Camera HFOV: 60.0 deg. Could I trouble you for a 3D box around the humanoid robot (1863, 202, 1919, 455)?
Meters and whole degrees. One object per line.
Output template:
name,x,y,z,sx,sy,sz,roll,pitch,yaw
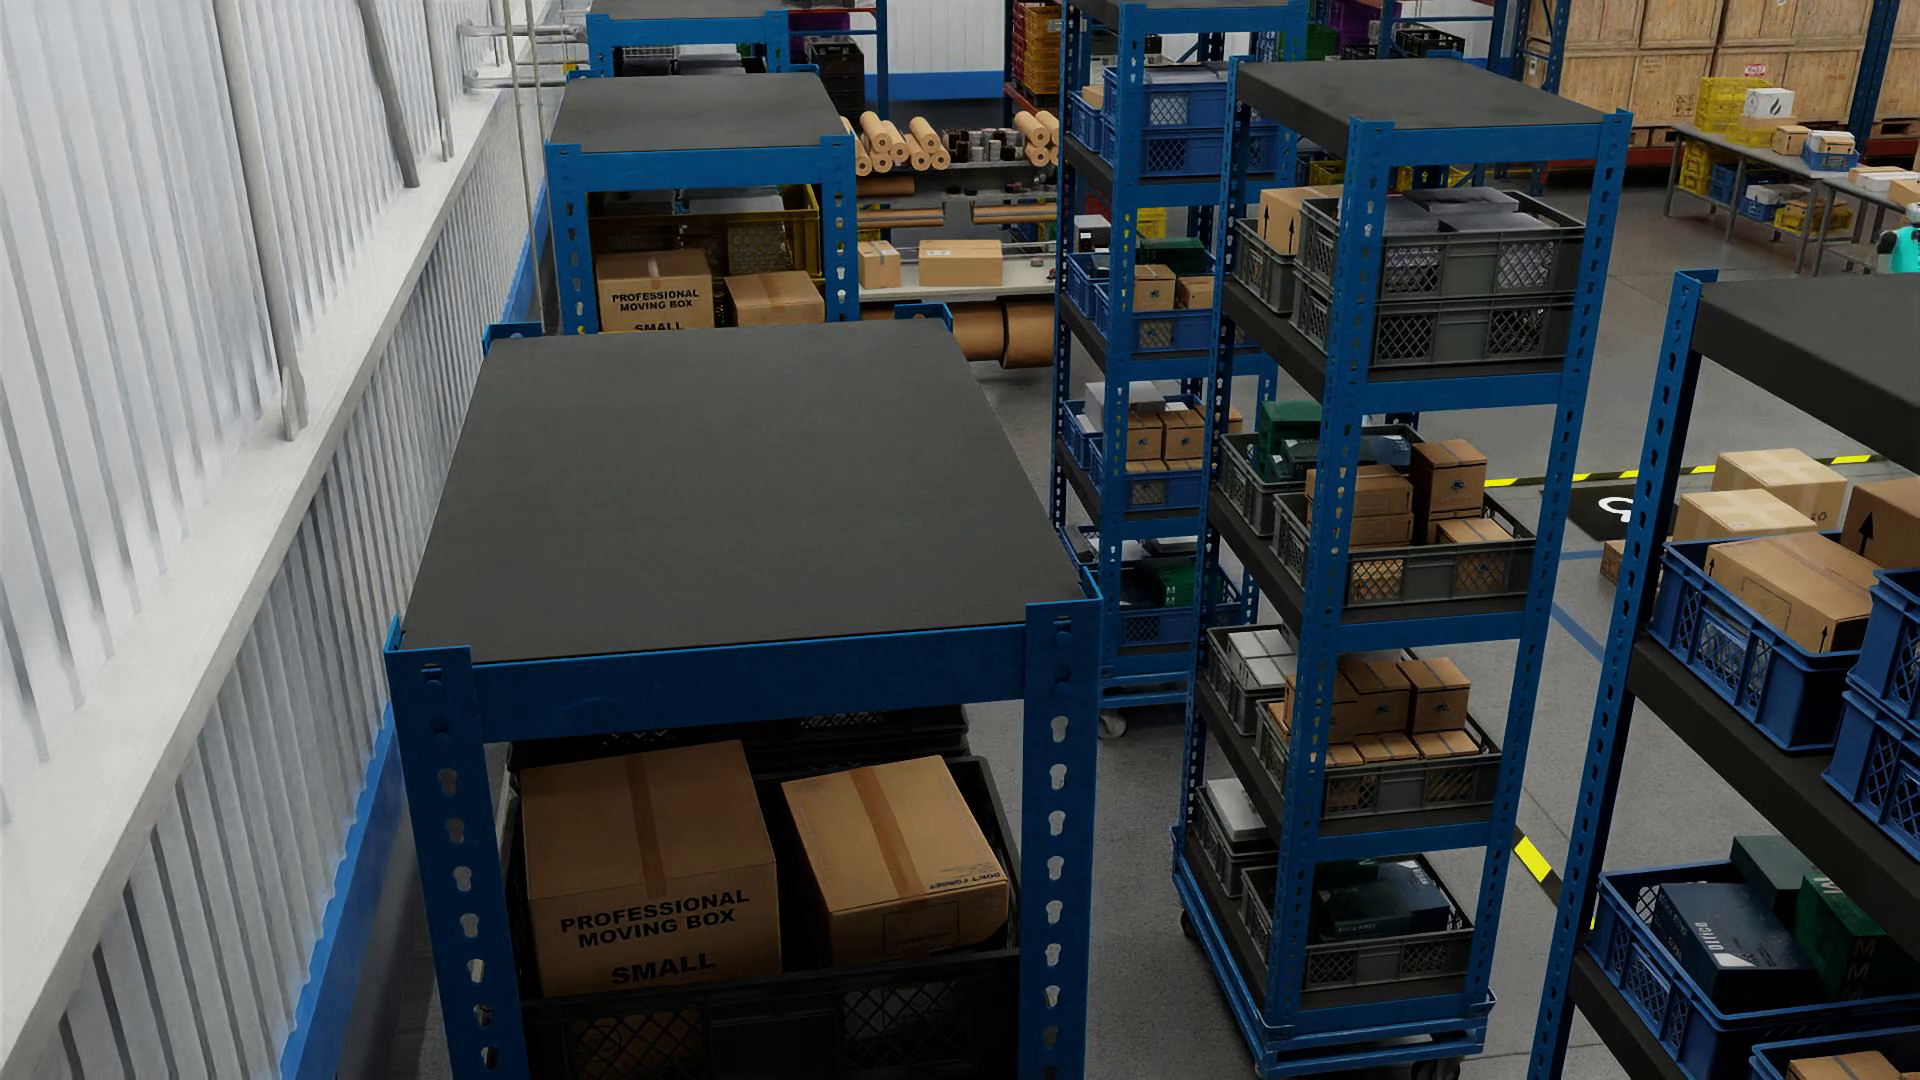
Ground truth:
humanoid robot,6.646,-1.355,11.610,0.538,1.883,0.734,1,25,3

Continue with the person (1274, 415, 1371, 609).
person,1.782,0.183,8.005,0.588,1.852,0.371,0,25,0
